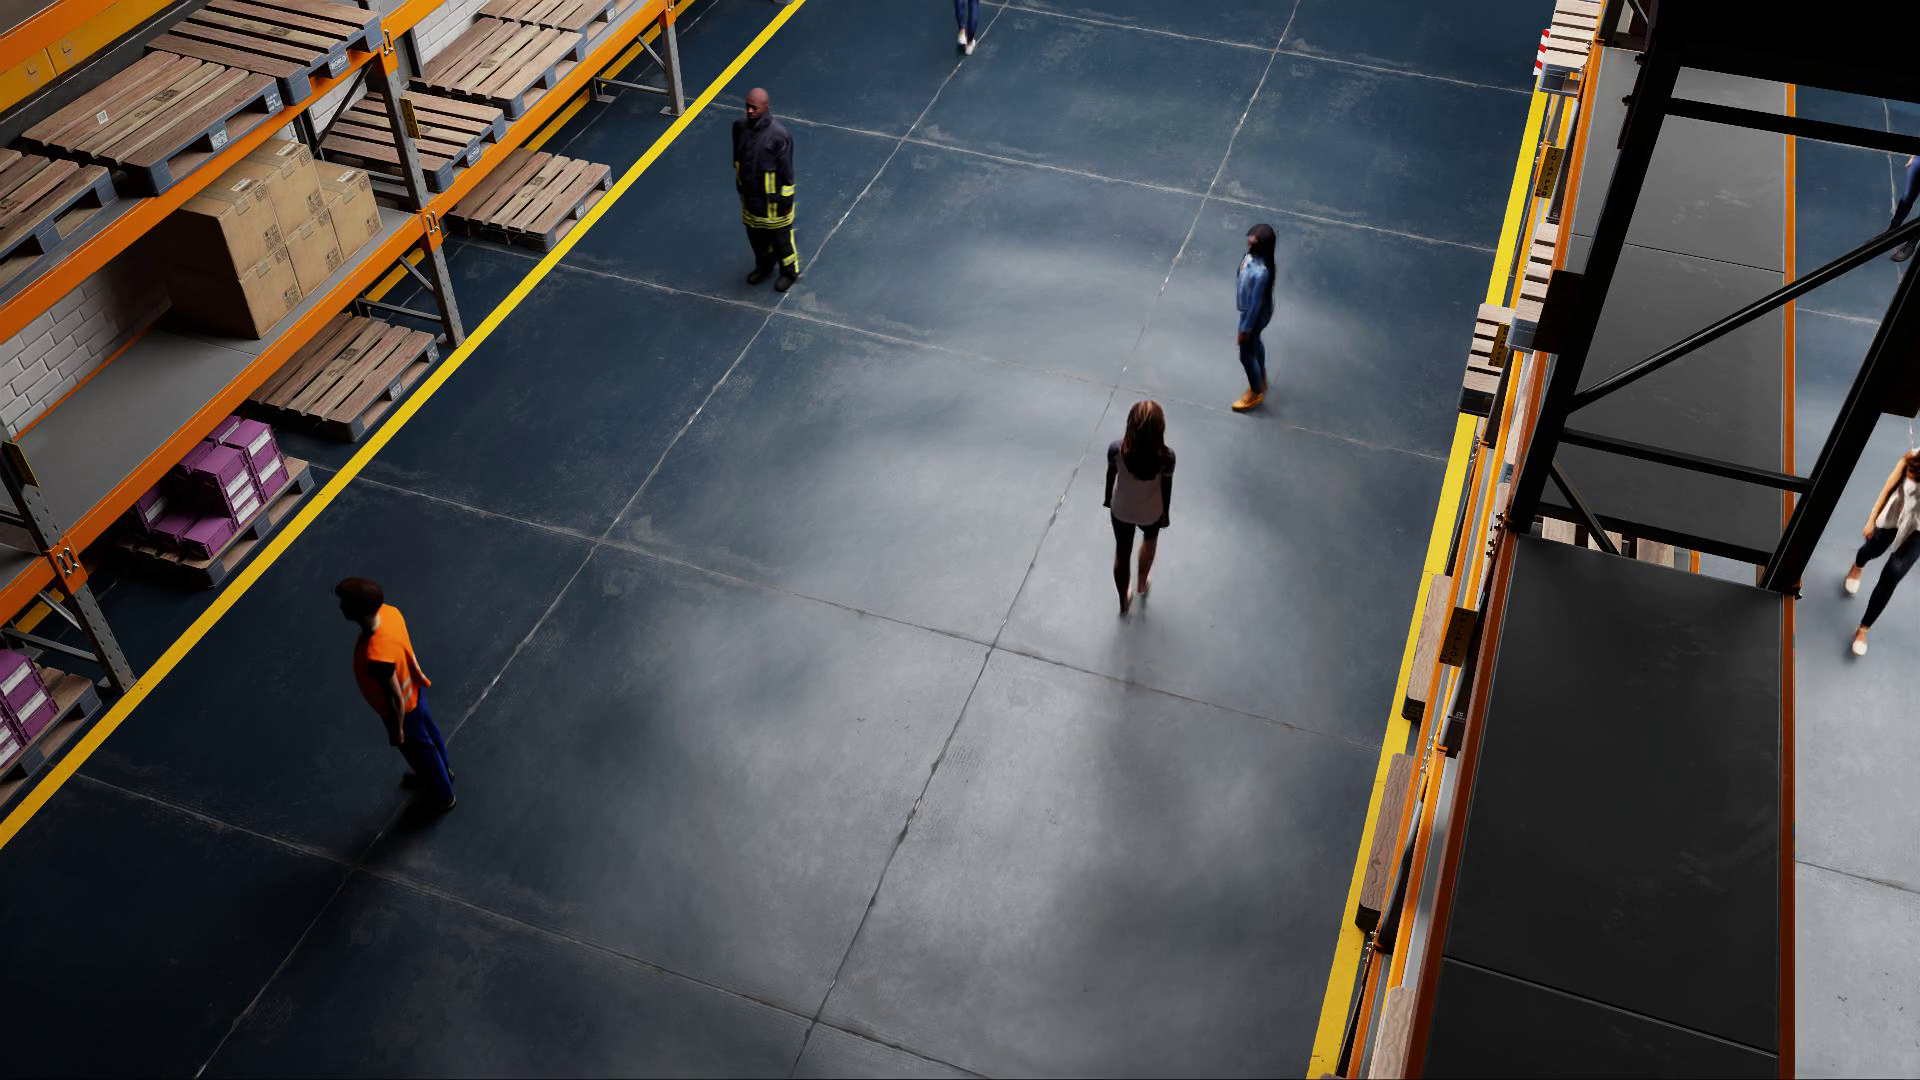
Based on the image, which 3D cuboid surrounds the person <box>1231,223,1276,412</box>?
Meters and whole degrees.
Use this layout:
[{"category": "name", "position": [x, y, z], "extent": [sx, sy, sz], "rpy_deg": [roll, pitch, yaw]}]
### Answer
[{"category": "person", "position": [2.271, -1.714, 12.588], "extent": [0.906, 1.683, 0.619], "rpy_deg": [15, 46, 15]}]

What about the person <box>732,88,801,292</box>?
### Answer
[{"category": "person", "position": [-1.610, -2.929, 13.764], "extent": [0.783, 1.822, 0.734], "rpy_deg": [23, 48, 22]}]

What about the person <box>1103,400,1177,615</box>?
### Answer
[{"category": "person", "position": [1.152, -0.148, 10.918], "extent": [0.659, 1.720, 0.681], "rpy_deg": [9, 44, 9]}]

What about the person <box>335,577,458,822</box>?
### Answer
[{"category": "person", "position": [-3.258, 0.908, 9.688], "extent": [0.851, 1.888, 0.755], "rpy_deg": [-9, 44, -9]}]

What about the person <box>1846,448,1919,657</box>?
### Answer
[{"category": "person", "position": [6.172, -0.158, 10.913], "extent": [0.611, 1.742, 1.093], "rpy_deg": [16, 46, 16]}]
